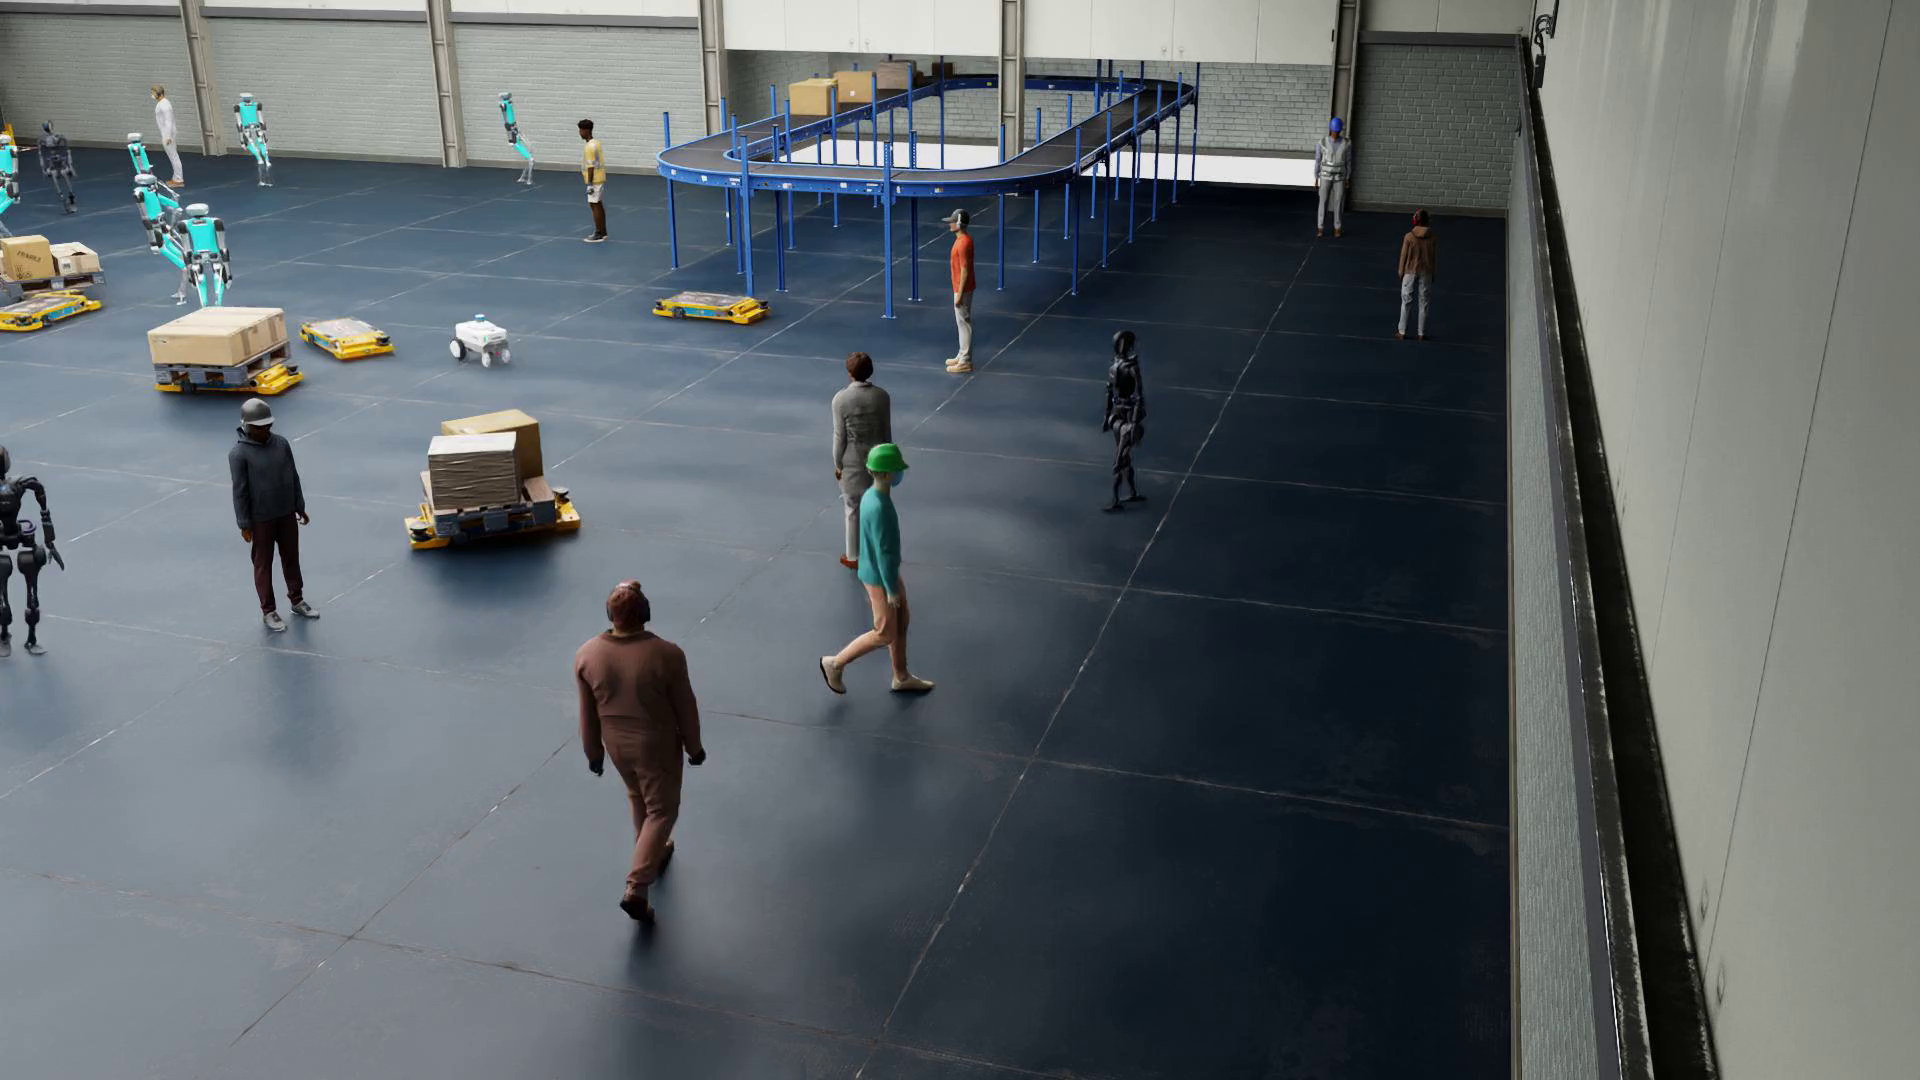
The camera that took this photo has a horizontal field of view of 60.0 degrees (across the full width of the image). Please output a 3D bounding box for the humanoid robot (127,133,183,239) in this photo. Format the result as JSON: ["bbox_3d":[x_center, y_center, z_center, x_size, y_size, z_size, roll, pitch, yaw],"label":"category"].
[{"bbox_3d":[-12.941,-5.673,26.954,0.776,1.832,0.544,-8,23,-21],"label":"humanoid robot"}]

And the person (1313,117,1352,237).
[{"bbox_3d":[6.118,-5.960,27.327,0.616,1.935,0.414,1,21,3],"label":"person"}]

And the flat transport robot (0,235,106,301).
[{"bbox_3d":[-12.594,-3.433,23.083,0.659,0.231,1.431,-16,26,-36],"label":"flat transport robot"}]

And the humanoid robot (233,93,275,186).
[{"bbox_3d":[-13.546,-7.670,32.035,0.536,1.791,0.721,-17,27,-37],"label":"humanoid robot"}]

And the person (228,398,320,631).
[{"bbox_3d":[-5.210,-0.206,12.579,0.380,1.806,0.548,15,26,34],"label":"person"}]

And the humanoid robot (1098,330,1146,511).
[{"bbox_3d":[1.447,-1.090,15.067,0.646,1.635,0.609,-10,23,-25],"label":"humanoid robot"}]

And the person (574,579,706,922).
[{"bbox_3d":[-1.744,1.119,9.046,0.639,1.871,0.876,7,22,16],"label":"person"}]

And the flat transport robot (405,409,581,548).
[{"bbox_3d":[-4.127,-0.191,14.674,1.431,0.231,0.659,-8,23,-21],"label":"flat transport robot"}]

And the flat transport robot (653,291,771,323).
[{"bbox_3d":[-3.321,-3.108,22.239,1.431,0.231,0.659,8,23,20],"label":"flat transport robot"}]

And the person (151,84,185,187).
[{"bbox_3d":[-15.284,-7.797,32.085,0.351,1.936,0.634,-11,24,-26],"label":"person"}]

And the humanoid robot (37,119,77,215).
[{"bbox_3d":[-15.870,-6.580,29.315,0.594,1.632,0.492,-3,21,-8],"label":"humanoid robot"}]

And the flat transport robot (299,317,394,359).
[{"bbox_3d":[-7.658,-2.522,20.718,0.659,0.231,1.431,-17,27,-36],"label":"flat transport robot"}]

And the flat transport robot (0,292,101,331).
[{"bbox_3d":[-12.149,-3.020,22.010,0.659,0.231,1.431,4,21,10],"label":"flat transport robot"}]

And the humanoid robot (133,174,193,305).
[{"bbox_3d":[-10.792,-4.114,22.813,0.782,1.789,0.537,0,21,-1],"label":"humanoid robot"}]

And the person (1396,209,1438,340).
[{"bbox_3d":[5.745,-3.322,20.879,0.464,1.648,0.322,3,21,7],"label":"person"}]

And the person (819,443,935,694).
[{"bbox_3d":[-0.573,0.231,11.369,0.738,1.849,0.517,0,21,0],"label":"person"}]

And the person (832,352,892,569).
[{"bbox_3d":[-0.806,-0.655,13.701,0.508,1.836,0.365,-8,22,-19],"label":"person"}]

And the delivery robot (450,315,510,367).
[{"bbox_3d":[-5.772,-2.410,20.054,0.814,0.611,0.499,20,28,41],"label":"delivery robot"}]

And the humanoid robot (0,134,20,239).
[{"bbox_3d":[-15.241,-5.501,26.385,0.530,1.769,0.765,14,25,32],"label":"humanoid robot"}]

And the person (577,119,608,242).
[{"bbox_3d":[-5.937,-5.825,26.939,0.383,1.956,0.605,0,21,0],"label":"person"}]

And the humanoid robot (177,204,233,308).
[{"bbox_3d":[-9.238,-3.180,20.388,0.559,1.780,0.781,-5,22,-12],"label":"humanoid robot"}]

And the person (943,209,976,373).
[{"bbox_3d":[-0.009,-2.915,19.460,0.389,1.912,0.477,0,21,-1],"label":"person"}]

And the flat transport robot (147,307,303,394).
[{"bbox_3d":[-8.347,-1.850,18.975,1.431,0.231,0.659,2,21,5],"label":"flat transport robot"}]

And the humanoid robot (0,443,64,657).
[{"bbox_3d":[-6.865,0.070,12.051,0.593,1.646,0.382,-15,26,-34],"label":"humanoid robot"}]

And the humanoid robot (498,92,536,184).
[{"bbox_3d":[-8.531,-7.832,32.501,0.804,1.798,0.531,-1,21,-3],"label":"humanoid robot"}]
